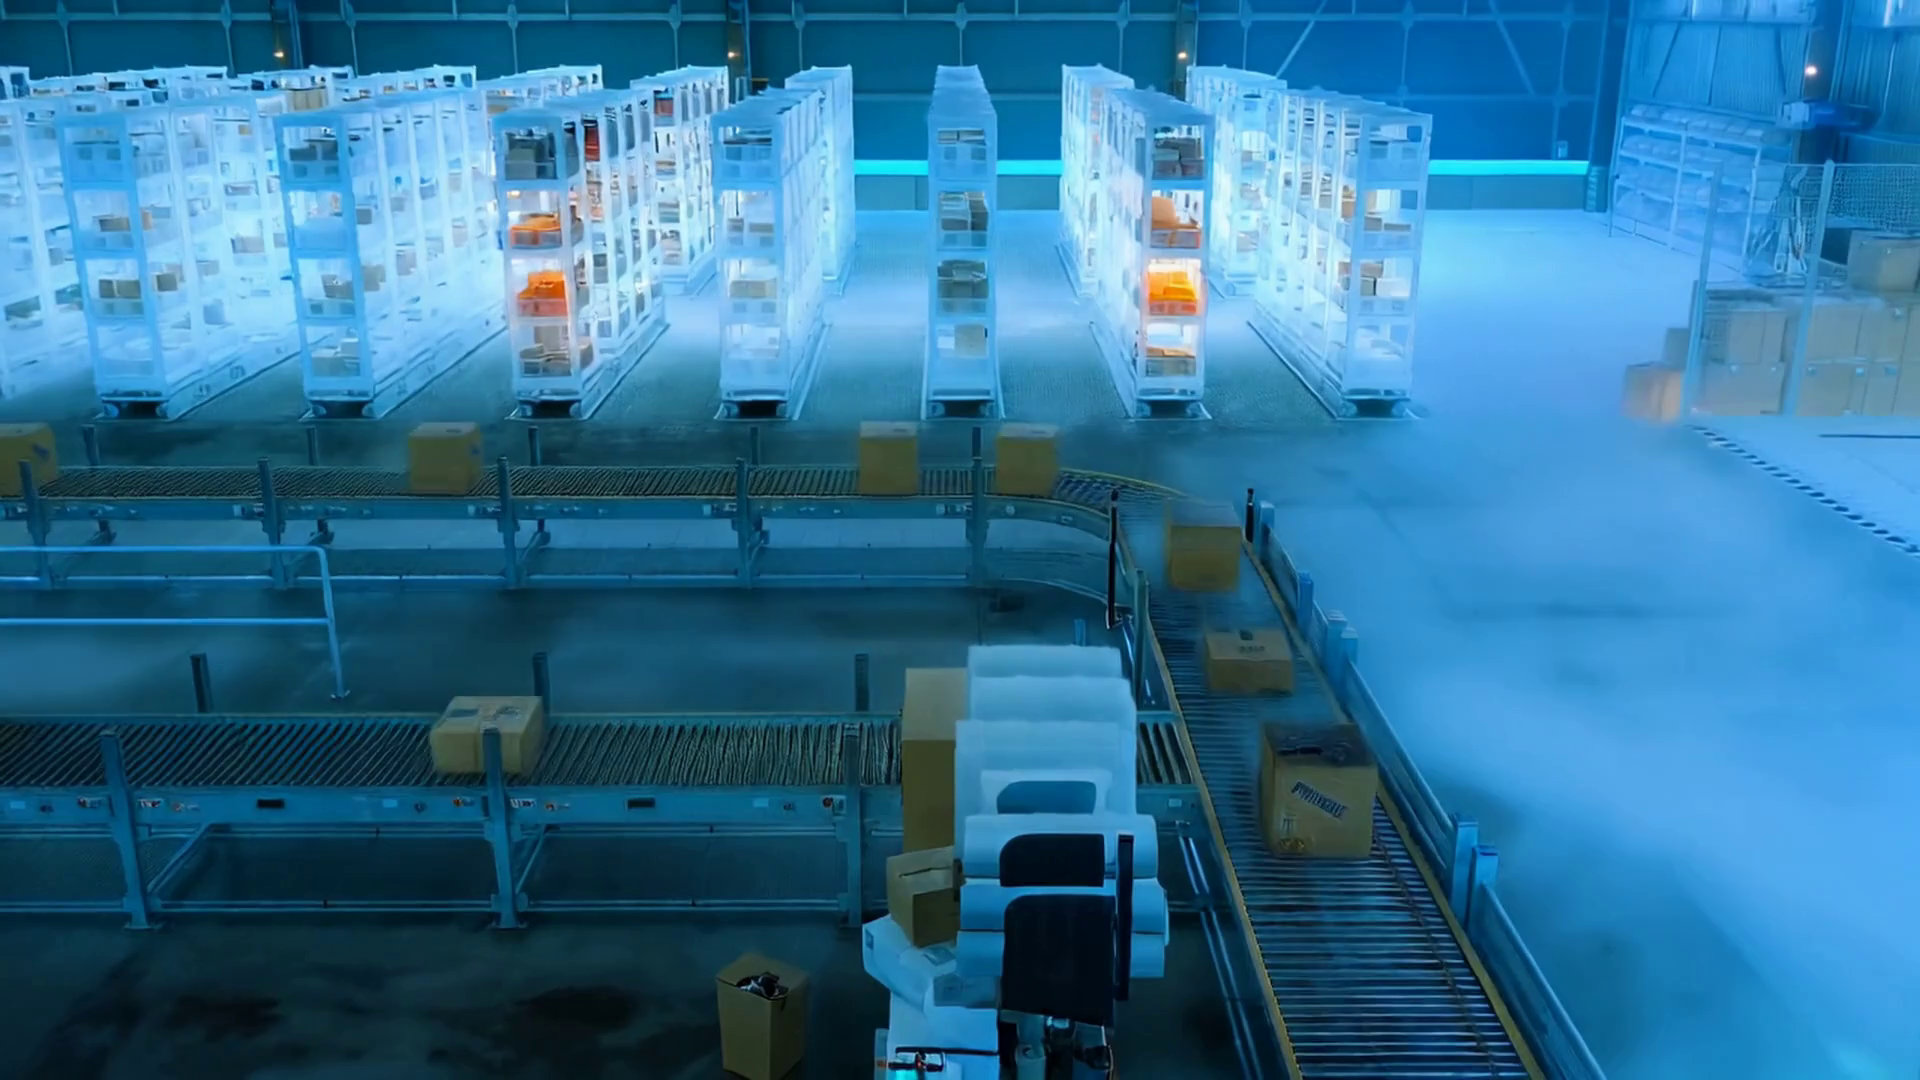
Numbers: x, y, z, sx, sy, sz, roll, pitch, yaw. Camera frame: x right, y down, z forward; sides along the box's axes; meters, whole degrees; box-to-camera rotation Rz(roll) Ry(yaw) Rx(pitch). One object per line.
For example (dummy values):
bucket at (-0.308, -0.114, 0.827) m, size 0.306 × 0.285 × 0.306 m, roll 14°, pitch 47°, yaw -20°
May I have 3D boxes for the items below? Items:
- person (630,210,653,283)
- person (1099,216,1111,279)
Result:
person at (-5.296, -4.857, 27.655) m, size 0.466 × 1.811 × 0.610 m, roll -1°, pitch 18°, yaw -2°
person at (2.442, -4.488, 26.489) m, size 0.389 × 1.837 × 0.563 m, roll -16°, pitch 24°, yaw -39°
